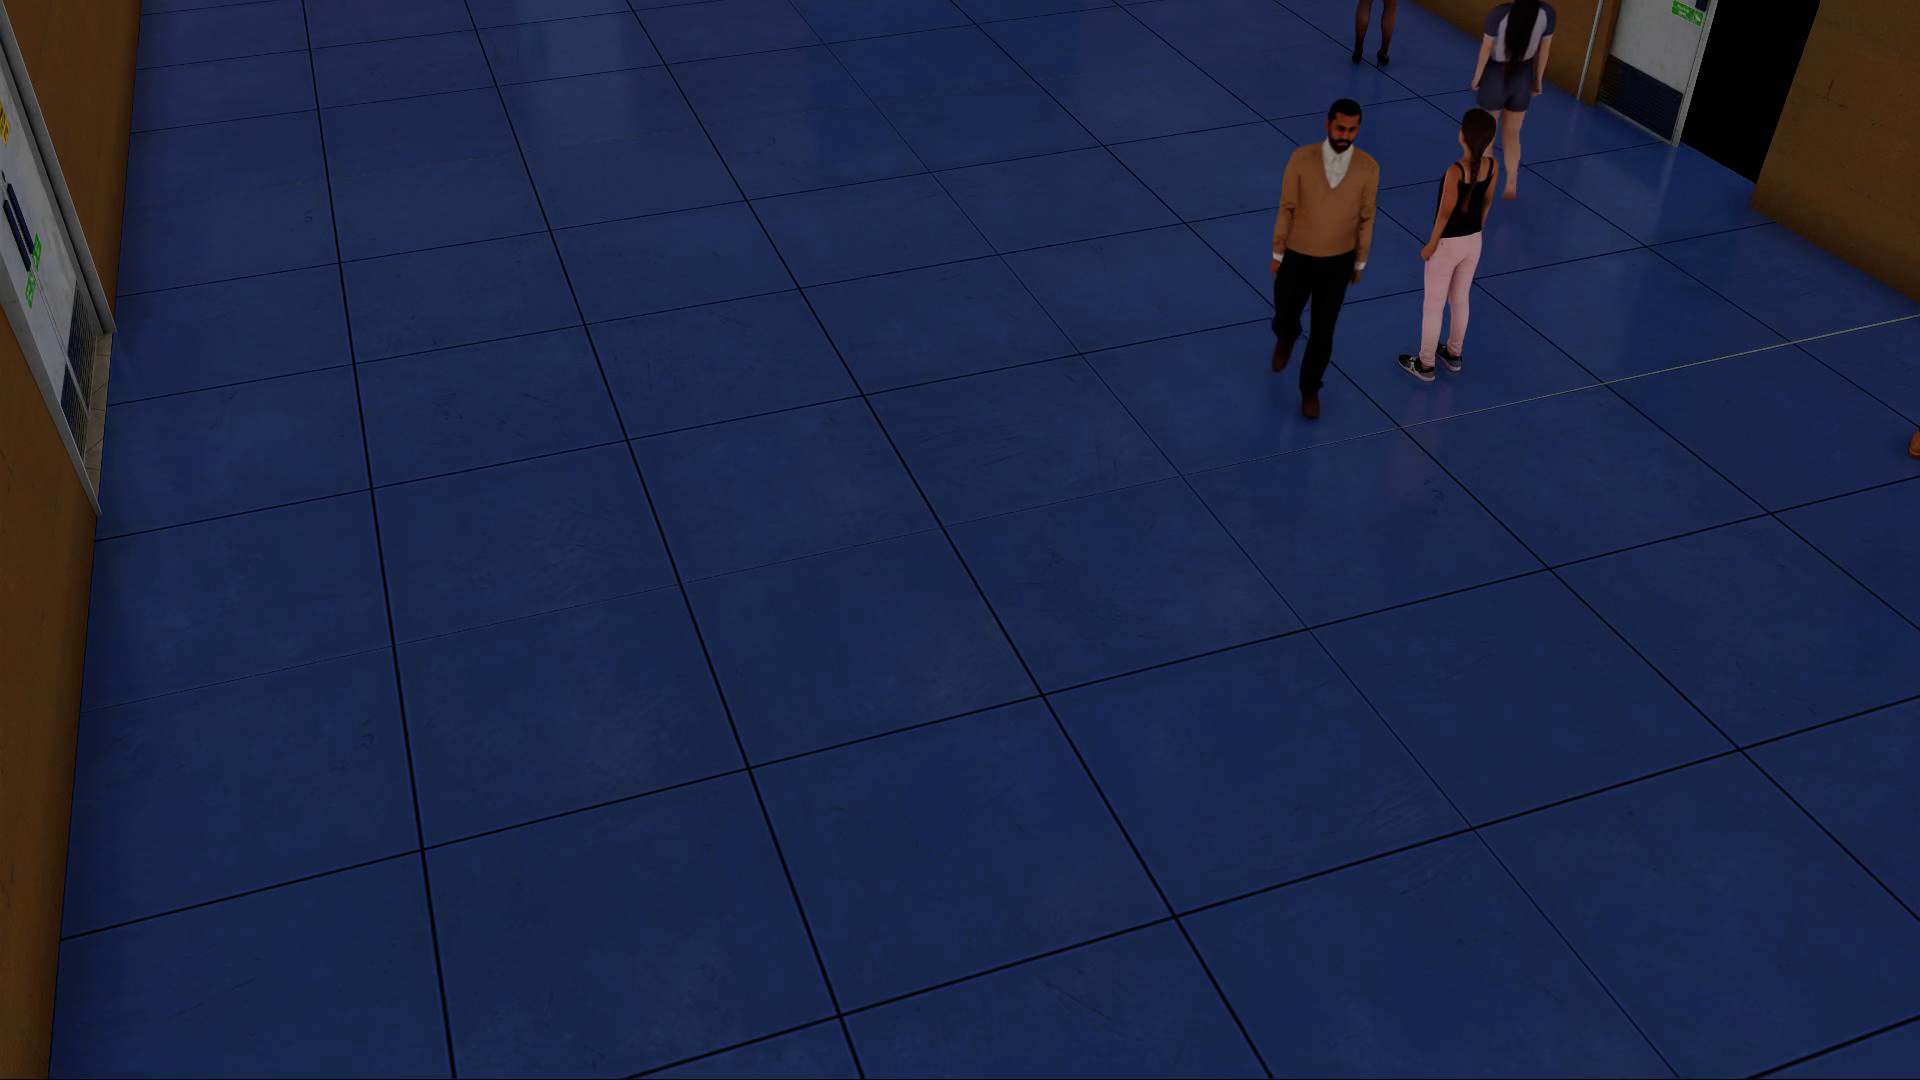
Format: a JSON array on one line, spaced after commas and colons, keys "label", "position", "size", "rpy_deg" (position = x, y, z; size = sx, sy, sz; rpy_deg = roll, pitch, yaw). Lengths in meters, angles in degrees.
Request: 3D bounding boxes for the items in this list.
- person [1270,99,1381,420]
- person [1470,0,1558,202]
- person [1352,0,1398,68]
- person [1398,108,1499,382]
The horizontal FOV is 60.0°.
[{"label": "person", "position": [1.899, -1.533, 8.858], "size": [0.935, 1.739, 0.949], "rpy_deg": [6, 37, 7]}, {"label": "person", "position": [3.562, -2.896, 10.756], "size": [0.665, 1.640, 0.740], "rpy_deg": [-2, 37, -3]}, {"label": "person", "position": [3.279, -4.525, 12.860], "size": [0.631, 1.704, 0.715], "rpy_deg": [12, 38, 15]}, {"label": "person", "position": [2.714, -1.613, 9.111], "size": [0.461, 1.564, 0.609], "rpy_deg": [-16, 40, -20]}]
